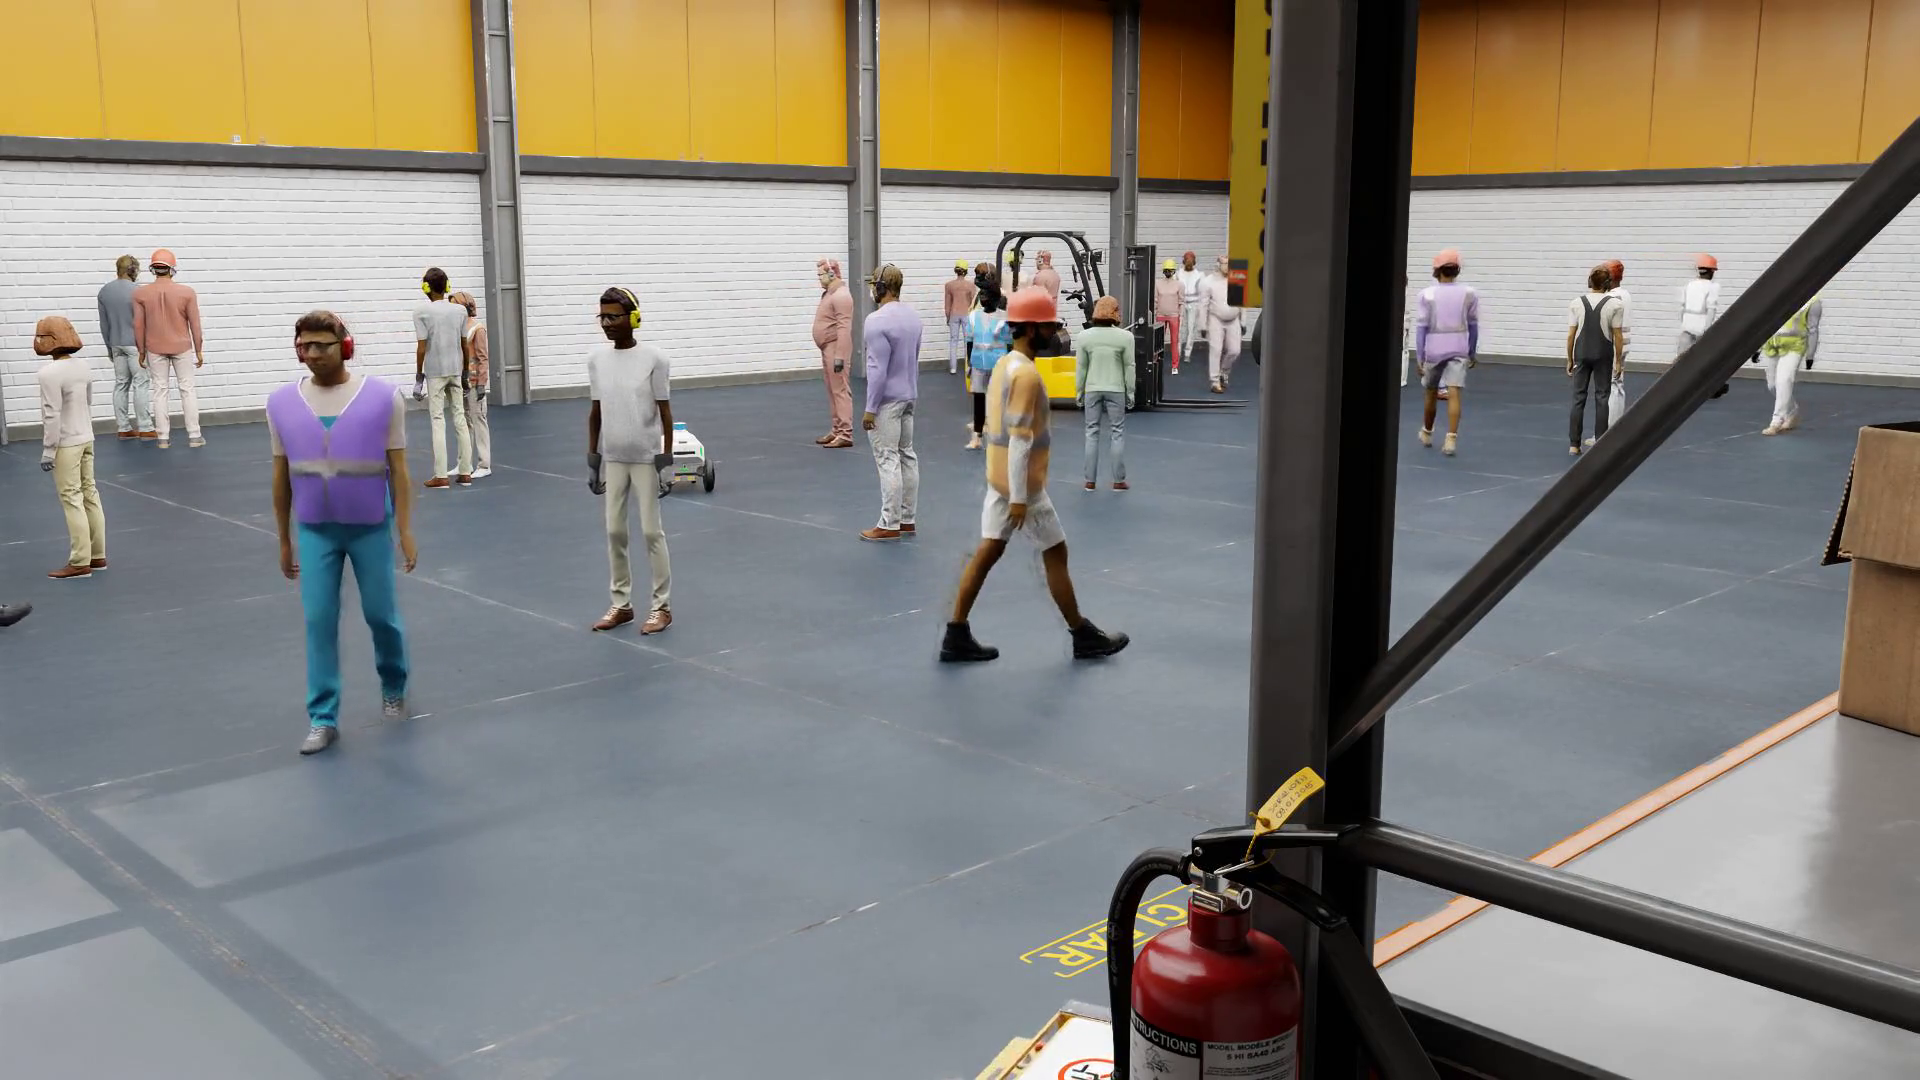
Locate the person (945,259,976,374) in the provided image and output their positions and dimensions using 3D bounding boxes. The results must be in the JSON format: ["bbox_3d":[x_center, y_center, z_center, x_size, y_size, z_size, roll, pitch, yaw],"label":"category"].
[{"bbox_3d":[0.024,-3.419,25.538,0.522,1.769,0.312,3,11,17],"label":"person"}]

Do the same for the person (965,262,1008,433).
[{"bbox_3d":[0.280,-2.079,18.050,0.429,1.847,0.635,-4,11,-22],"label":"person"}]

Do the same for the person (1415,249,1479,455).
[{"bbox_3d":[4.780,-1.849,16.381,0.633,1.992,1.044,1,10,7],"label":"person"}]

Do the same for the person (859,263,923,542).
[{"bbox_3d":[-0.490,-0.954,11.625,0.366,1.939,0.635,5,12,25],"label":"person"}]

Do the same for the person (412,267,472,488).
[{"bbox_3d":[-4.389,-1.367,14.086,0.329,1.865,0.515,10,14,44],"label":"person"}]

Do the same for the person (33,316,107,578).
[{"bbox_3d":[-5.582,-0.577,10.404,0.280,1.633,0.500,0,10,-2],"label":"person"}]

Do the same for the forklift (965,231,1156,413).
[{"bbox_3d":[1.222,-2.721,20.561,2.313,2.155,1.214,2,11,13],"label":"forklift"}]

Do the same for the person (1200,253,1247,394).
[{"bbox_3d":[3.560,-2.931,22.512,0.689,1.899,0.466,-3,11,-14],"label":"person"}]

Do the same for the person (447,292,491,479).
[{"bbox_3d":[-4.350,-1.363,14.672,0.522,1.640,0.306,7,13,35],"label":"person"}]

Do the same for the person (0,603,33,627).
[{"bbox_3d":[-5.580,-0.405,8.806,1.032,1.873,0.544,-4,11,-19],"label":"person"}]

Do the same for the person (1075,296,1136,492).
[{"bbox_3d":[1.212,-1.216,13.882,0.507,1.632,0.267,3,11,13],"label":"person"}]

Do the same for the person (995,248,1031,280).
[{"bbox_3d":[0.834,-3.609,26.107,0.621,1.929,0.579,4,11,23],"label":"person"}]

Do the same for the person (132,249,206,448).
[{"bbox_3d":[-7.948,-1.919,16.735,0.616,1.992,0.395,-3,11,-17],"label":"person"}]

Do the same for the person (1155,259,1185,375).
[{"bbox_3d":[3.192,-3.422,25.546,0.525,1.772,0.309,4,11,20],"label":"person"}]

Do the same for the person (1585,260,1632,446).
[{"bbox_3d":[6.597,-1.886,16.864,0.358,1.881,0.574,8,13,37],"label":"person"}]

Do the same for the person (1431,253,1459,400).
[{"bbox_3d":[6.326,-2.773,21.634,0.410,1.909,0.643,1,10,4],"label":"person"}]

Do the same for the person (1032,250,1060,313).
[{"bbox_3d":[1.248,-3.369,24.880,0.399,1.909,0.642,5,12,27],"label":"person"}]

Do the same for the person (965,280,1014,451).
[{"bbox_3d":[0.294,-1.713,16.414,0.536,1.699,0.322,5,11,25],"label":"person"}]

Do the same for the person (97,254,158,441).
[{"bbox_3d":[-8.634,-1.994,17.313,0.631,1.931,0.362,3,11,18],"label":"person"}]

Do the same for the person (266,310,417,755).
[{"bbox_3d":[-2.584,-0.043,7.020,0.600,1.857,0.551,-1,10,-7],"label":"person"}]

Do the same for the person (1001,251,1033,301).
[{"bbox_3d":[0.805,-3.403,25.061,0.598,1.905,0.655,3,11,17],"label":"person"}]

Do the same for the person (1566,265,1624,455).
[{"bbox_3d":[6.132,-1.725,16.084,0.516,1.843,0.326,7,12,33],"label":"person"}]

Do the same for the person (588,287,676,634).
[{"bbox_3d":[-1.767,-0.420,8.935,0.525,1.863,0.320,4,11,19],"label":"person"}]

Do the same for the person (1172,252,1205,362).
[{"bbox_3d":[3.806,-3.878,27.829,0.571,1.846,0.885,1,10,7],"label":"person"}]

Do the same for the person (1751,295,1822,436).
[{"bbox_3d":[8.939,-2.045,17.937,0.861,1.812,0.629,-6,12,-31],"label":"person"}]

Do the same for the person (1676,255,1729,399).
[{"bbox_3d":[9.511,-2.711,21.394,1.093,1.861,0.563,-7,12,-32],"label":"person"}]

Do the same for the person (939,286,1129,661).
[{"bbox_3d":[0.340,-0.312,8.280,0.980,1.884,0.561,-2,11,-12],"label":"person"}]

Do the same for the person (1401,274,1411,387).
[{"bbox_3d":[6.183,-2.961,23.394,0.314,1.636,0.515,6,12,29],"label":"person"}]

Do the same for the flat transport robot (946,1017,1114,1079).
[{"bbox_3d":[0.644,1.343,3.648,1.431,0.197,0.652,5,11,25],"label":"flat transport robot"}]

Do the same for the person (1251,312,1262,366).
[{"bbox_3d":[2.946,-1.679,15.300,0.536,2.000,0.682,3,11,16],"label":"person"}]

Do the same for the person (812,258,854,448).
[{"bbox_3d":[-1.286,-1.878,16.777,0.399,1.899,0.644,-3,11,-14],"label":"person"}]

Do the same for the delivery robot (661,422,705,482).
[{"bbox_3d":[-2.360,-0.748,14.020,0.477,0.478,0.707,-3,11,-15],"label":"delivery robot"}]
